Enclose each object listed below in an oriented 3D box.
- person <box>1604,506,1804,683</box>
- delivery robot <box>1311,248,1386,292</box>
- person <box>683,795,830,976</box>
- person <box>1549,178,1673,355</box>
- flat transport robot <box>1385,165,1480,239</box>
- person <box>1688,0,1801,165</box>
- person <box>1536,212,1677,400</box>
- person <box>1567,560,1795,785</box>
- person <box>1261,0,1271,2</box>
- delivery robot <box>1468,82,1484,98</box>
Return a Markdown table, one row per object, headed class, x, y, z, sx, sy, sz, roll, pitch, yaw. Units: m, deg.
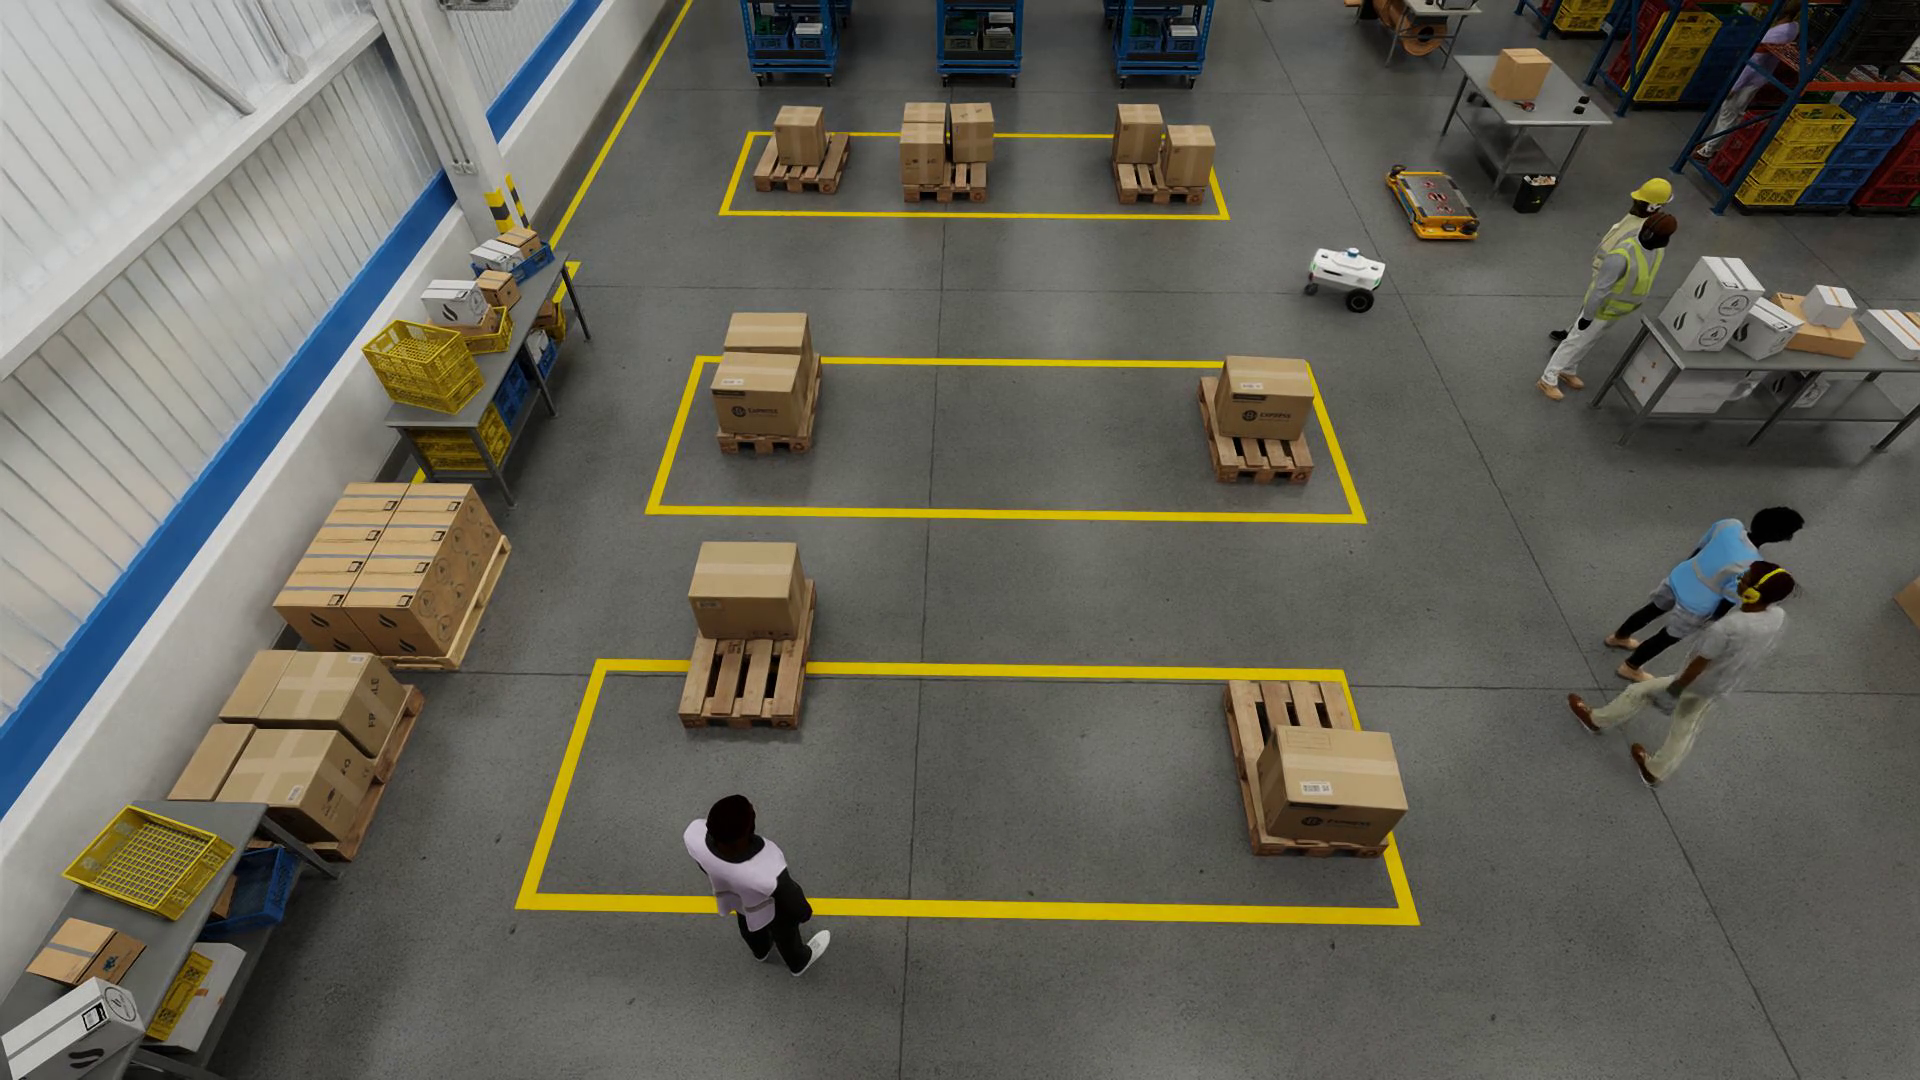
| class | x | y | z | sx | sy | sz | roll | pitch | yaw |
| --- | --- | --- | --- | --- | --- | --- | --- | --- | --- |
| person | 5.037 | 0.361 | 6.271 | 0.322 | 1.689 | 0.542 | 7 | 49 | 6 |
| delivery robot | 4.113 | -2.869 | 9.752 | 0.707 | 0.478 | 0.477 | 21 | 52 | 17 |
| person | -1.063 | 1.856 | 4.827 | 0.593 | 1.920 | 0.391 | 18 | 52 | 15 |
| person | 6.183 | -2.557 | 8.711 | 0.403 | 1.823 | 0.594 | 18 | 51 | 15 |
| flat transport robot | 5.692 | -4.094 | 11.059 | 0.652 | 0.197 | 1.431 | 1 | 49 | 1 |
| person | 9.713 | -5.643 | 11.309 | 0.627 | 1.934 | 0.370 | -28 | 55 | -22 |
| person | 5.874 | -2.106 | 8.306 | 0.634 | 1.842 | 0.429 | -24 | 53 | -19 |
| person | 4.591 | 0.810 | 5.797 | 0.546 | 1.820 | 0.810 | -10 | 50 | -9 |
| person | 5.297 | -9.860 | 15.158 | 0.510 | 1.630 | 0.316 | -36 | 58 | -27 |
| delivery robot | 7.459 | -6.319 | 12.738 | 0.477 | 0.478 | 0.707 | -16 | 51 | -13 |
